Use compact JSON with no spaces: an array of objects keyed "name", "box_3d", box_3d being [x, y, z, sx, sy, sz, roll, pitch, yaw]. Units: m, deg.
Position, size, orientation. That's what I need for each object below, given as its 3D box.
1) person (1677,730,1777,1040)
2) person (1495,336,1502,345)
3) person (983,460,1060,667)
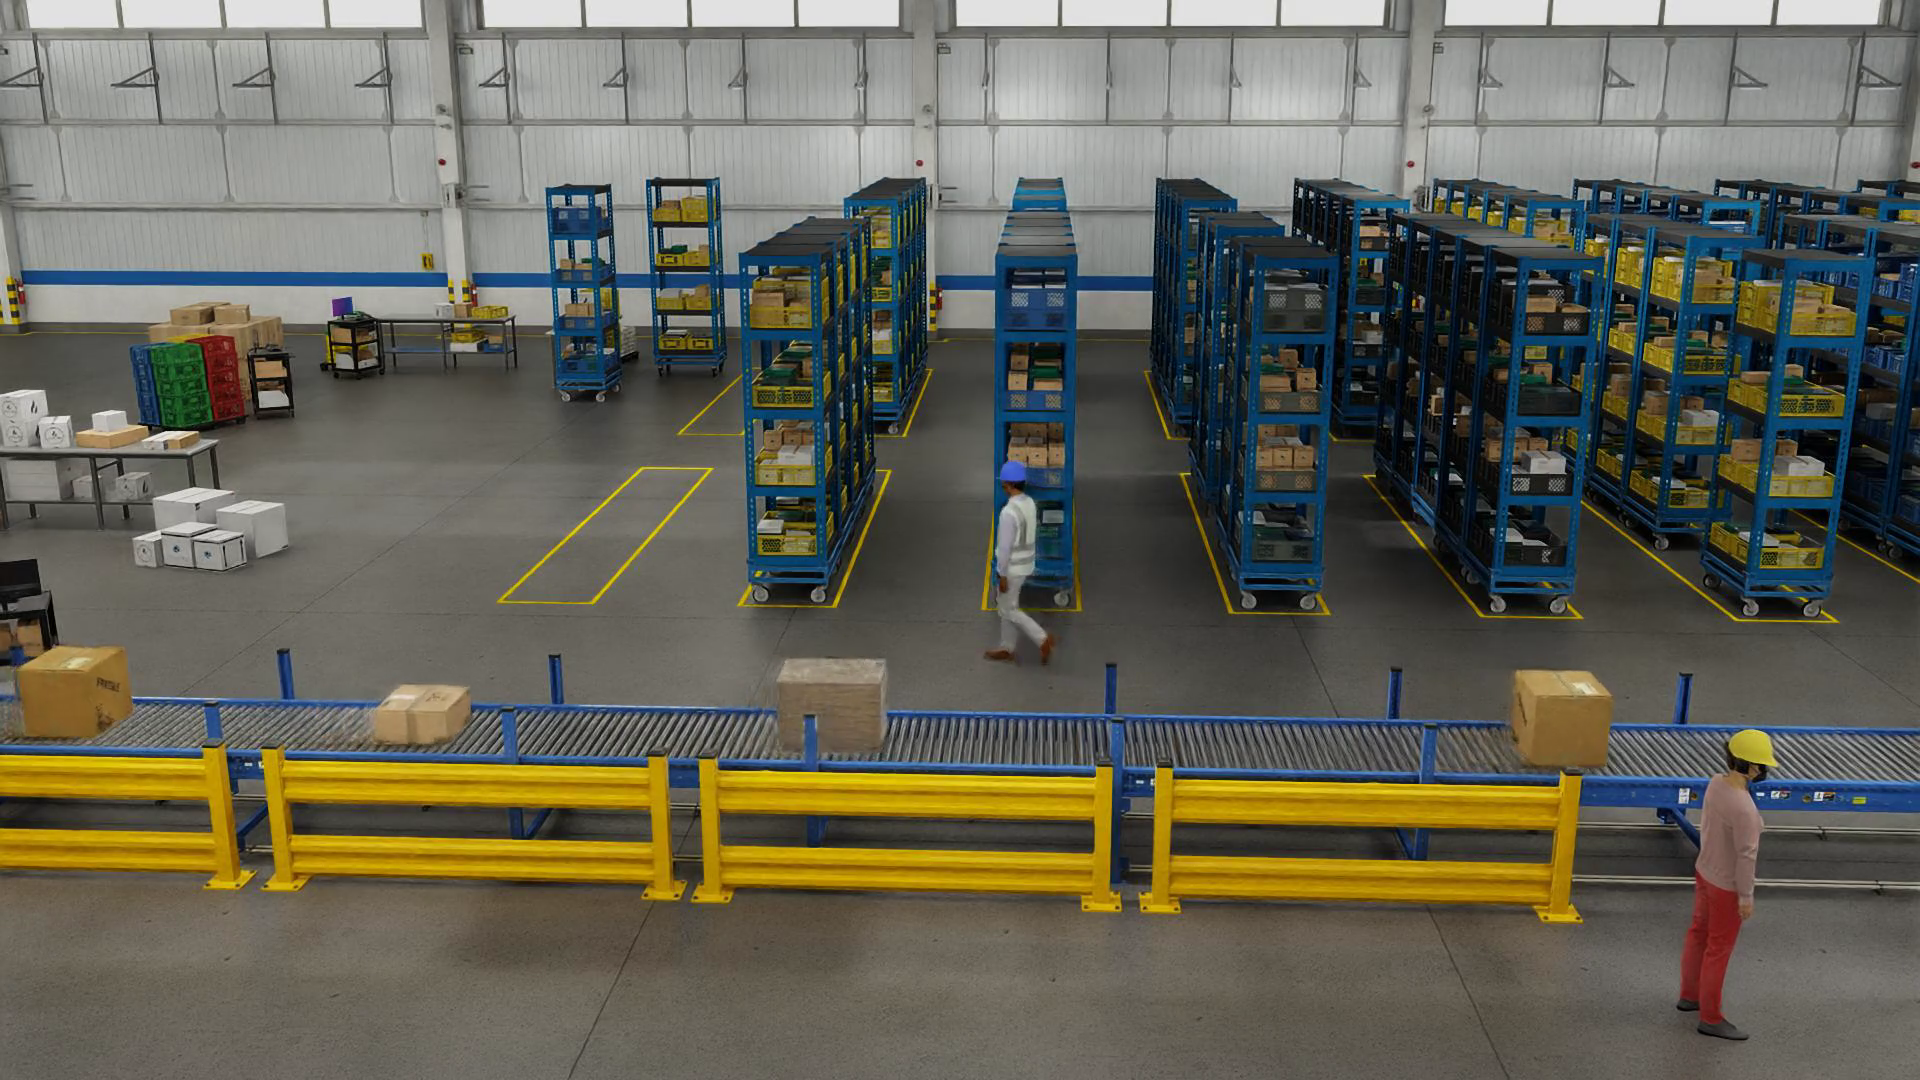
[{"name":"person","box_3d":[4.258,1.884,9.214,0.328,1.762,0.523,0,15,2]},{"name":"person","box_3d":[7.636,-2.197,24.248,0.439,1.812,0.626,0,15,1]},{"name":"person","box_3d":[0.559,0.234,15.018,0.702,1.924,0.617,6,16,21]}]
